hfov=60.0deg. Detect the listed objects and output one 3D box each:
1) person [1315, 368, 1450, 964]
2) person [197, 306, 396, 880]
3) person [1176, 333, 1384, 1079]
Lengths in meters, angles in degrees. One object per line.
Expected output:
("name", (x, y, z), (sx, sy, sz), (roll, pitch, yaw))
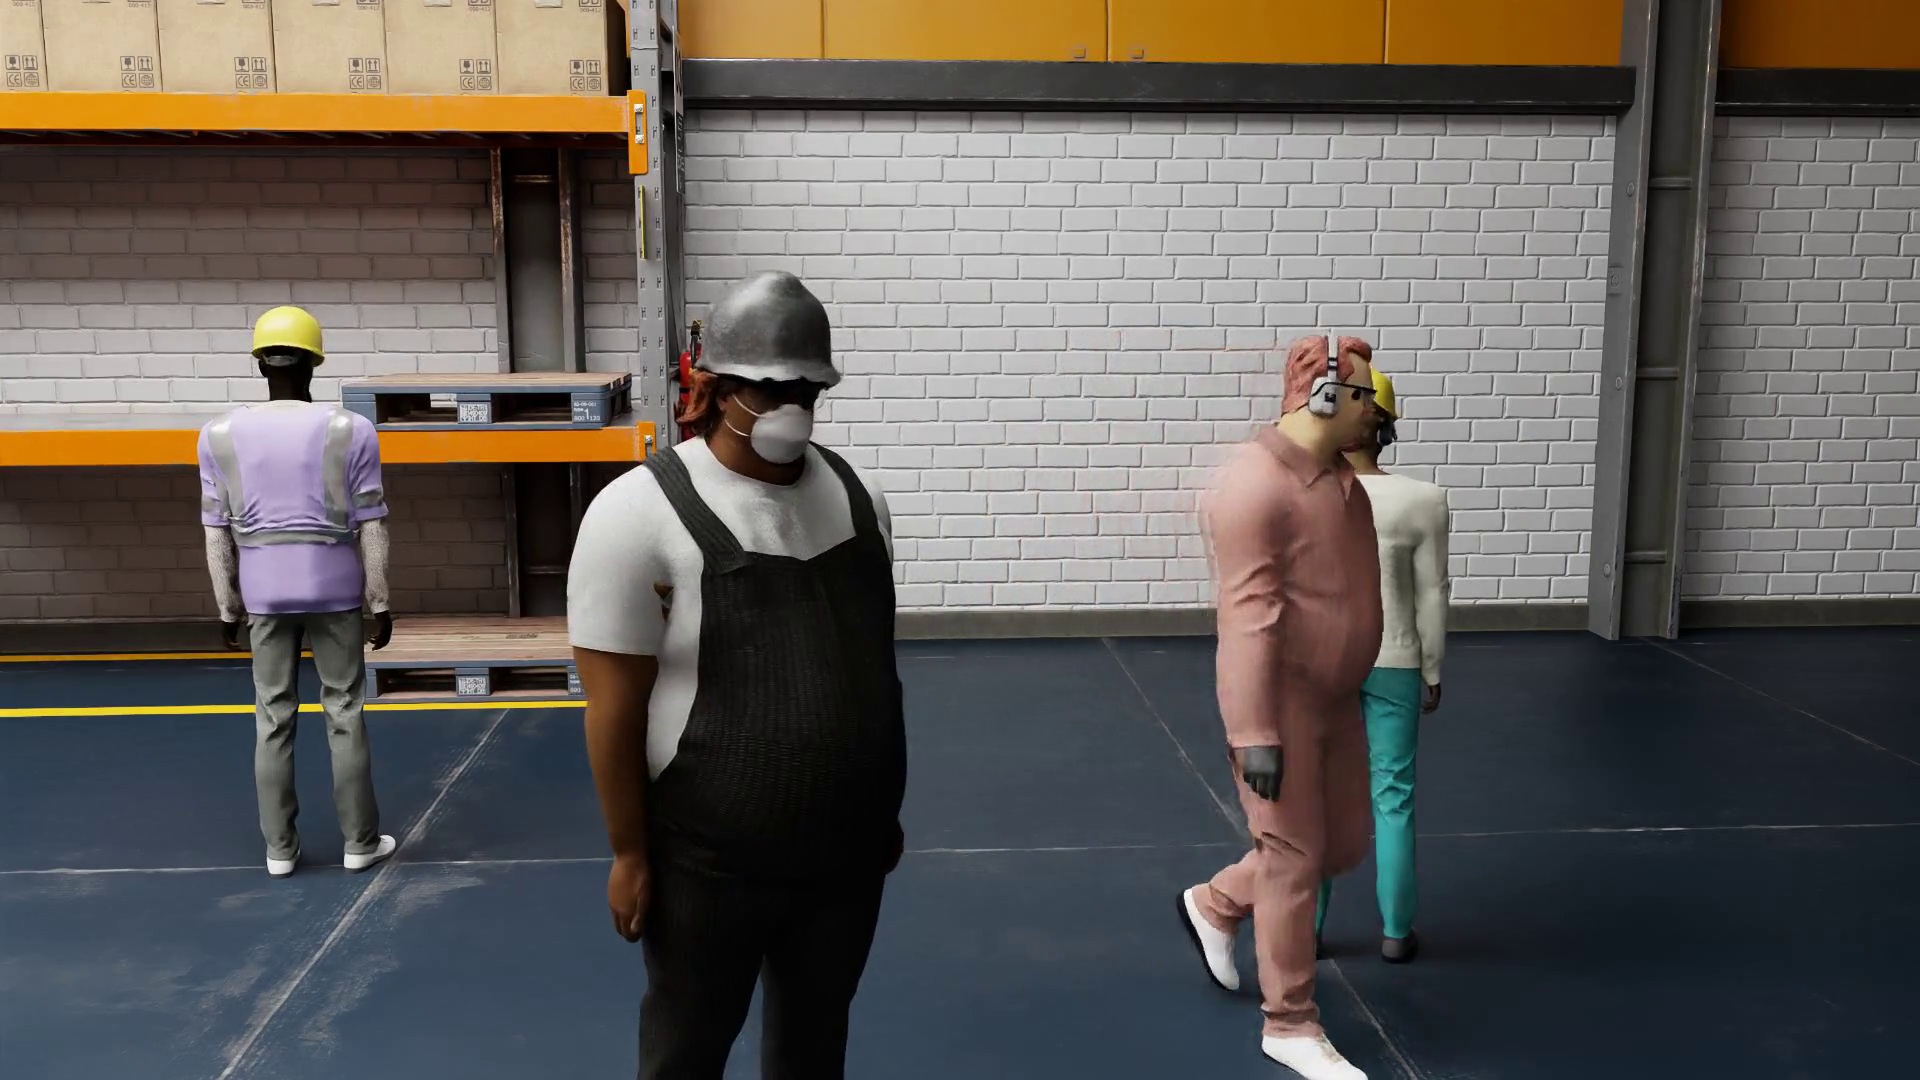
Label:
("person", (1.162, 0.374, 4.900), (0.523, 1.760, 0.328), (2, 9, 10))
("person", (-2.203, 0.184, 5.582), (0.585, 1.920, 0.374), (-1, 9, -9))
("person", (0.837, 0.411, 4.288), (0.597, 1.886, 0.646), (7, 12, 39))
